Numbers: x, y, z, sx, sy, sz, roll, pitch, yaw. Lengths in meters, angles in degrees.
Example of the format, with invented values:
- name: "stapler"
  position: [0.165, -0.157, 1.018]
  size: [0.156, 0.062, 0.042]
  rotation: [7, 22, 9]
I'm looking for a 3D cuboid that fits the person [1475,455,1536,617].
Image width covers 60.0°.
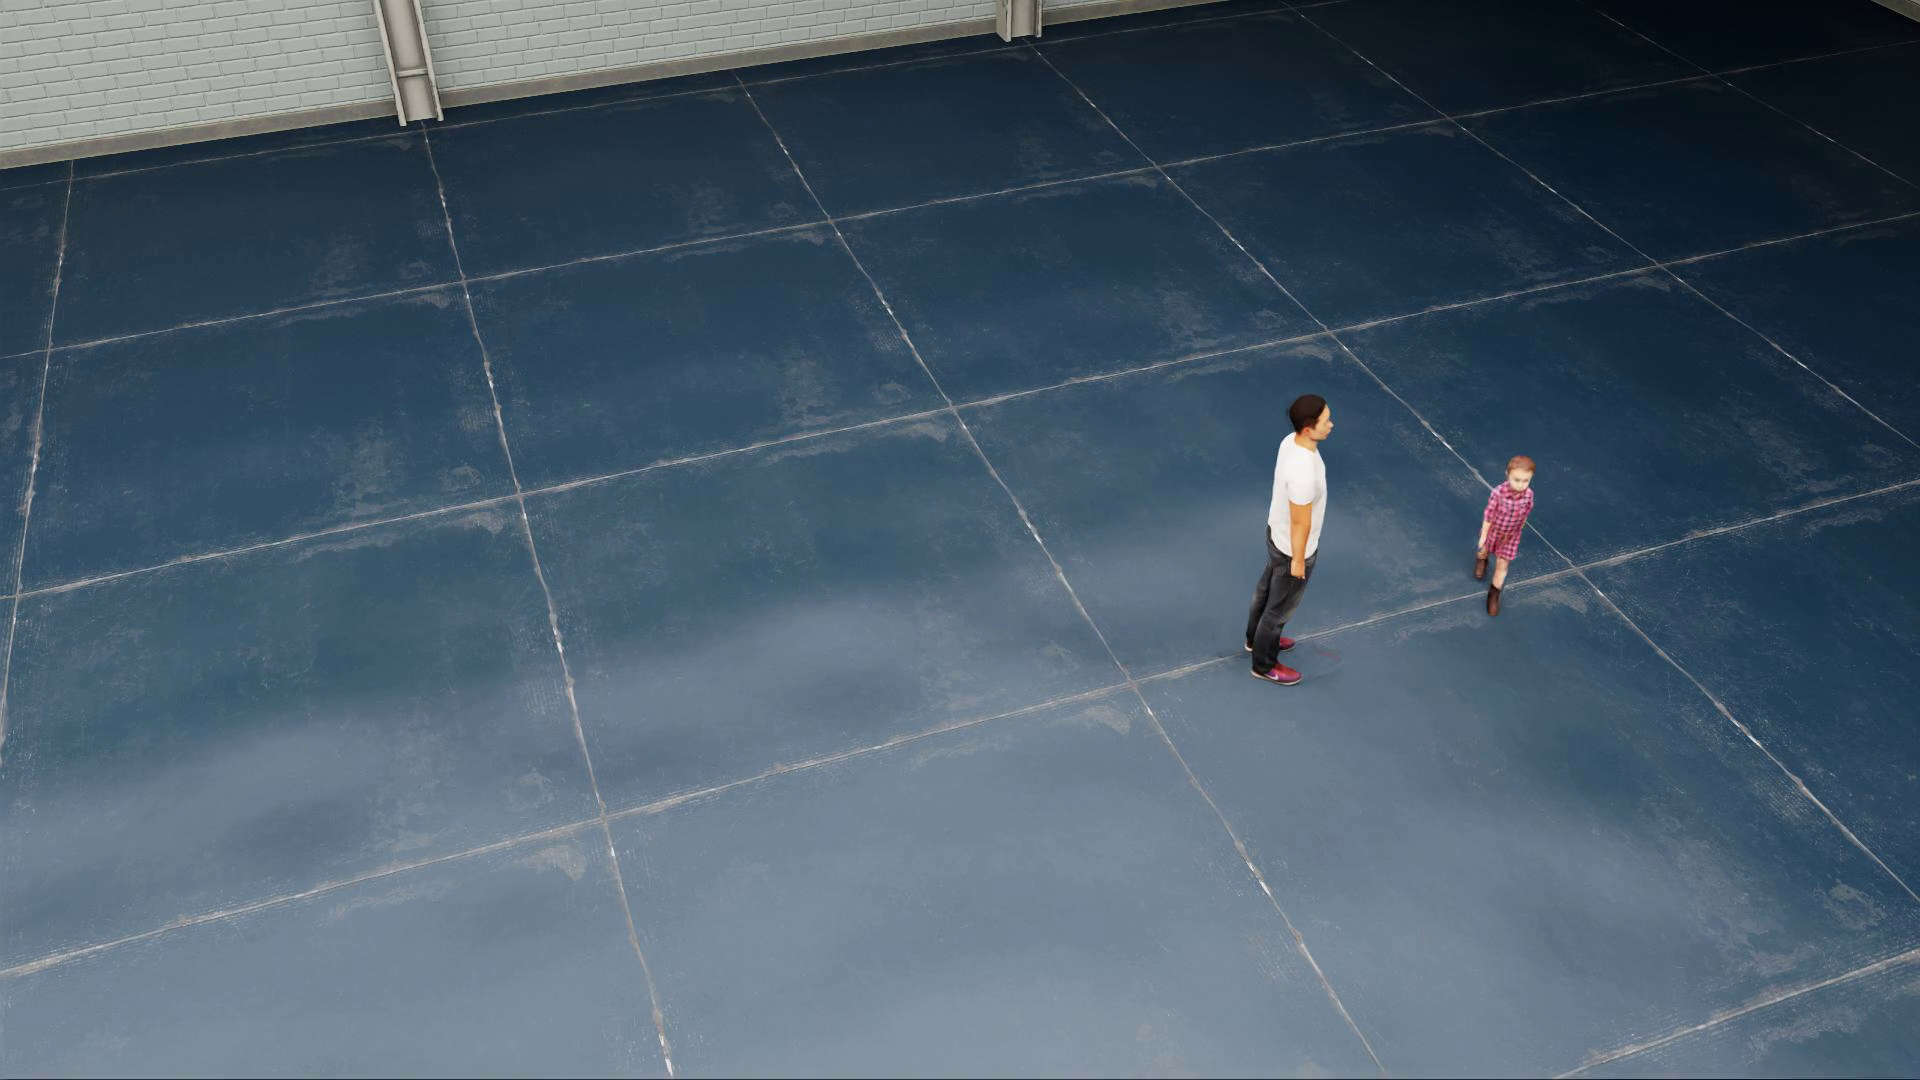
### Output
- name: "person"
  position: [3.184, -0.095, 9.764]
  size: [0.727, 1.009, 0.695]
  rotation: [6, 38, 8]

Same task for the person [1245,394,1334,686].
- name: "person"
  position: [1.784, -0.020, 9.024]
  size: [0.676, 1.803, 0.714]
  rotation: [2, 38, 2]
